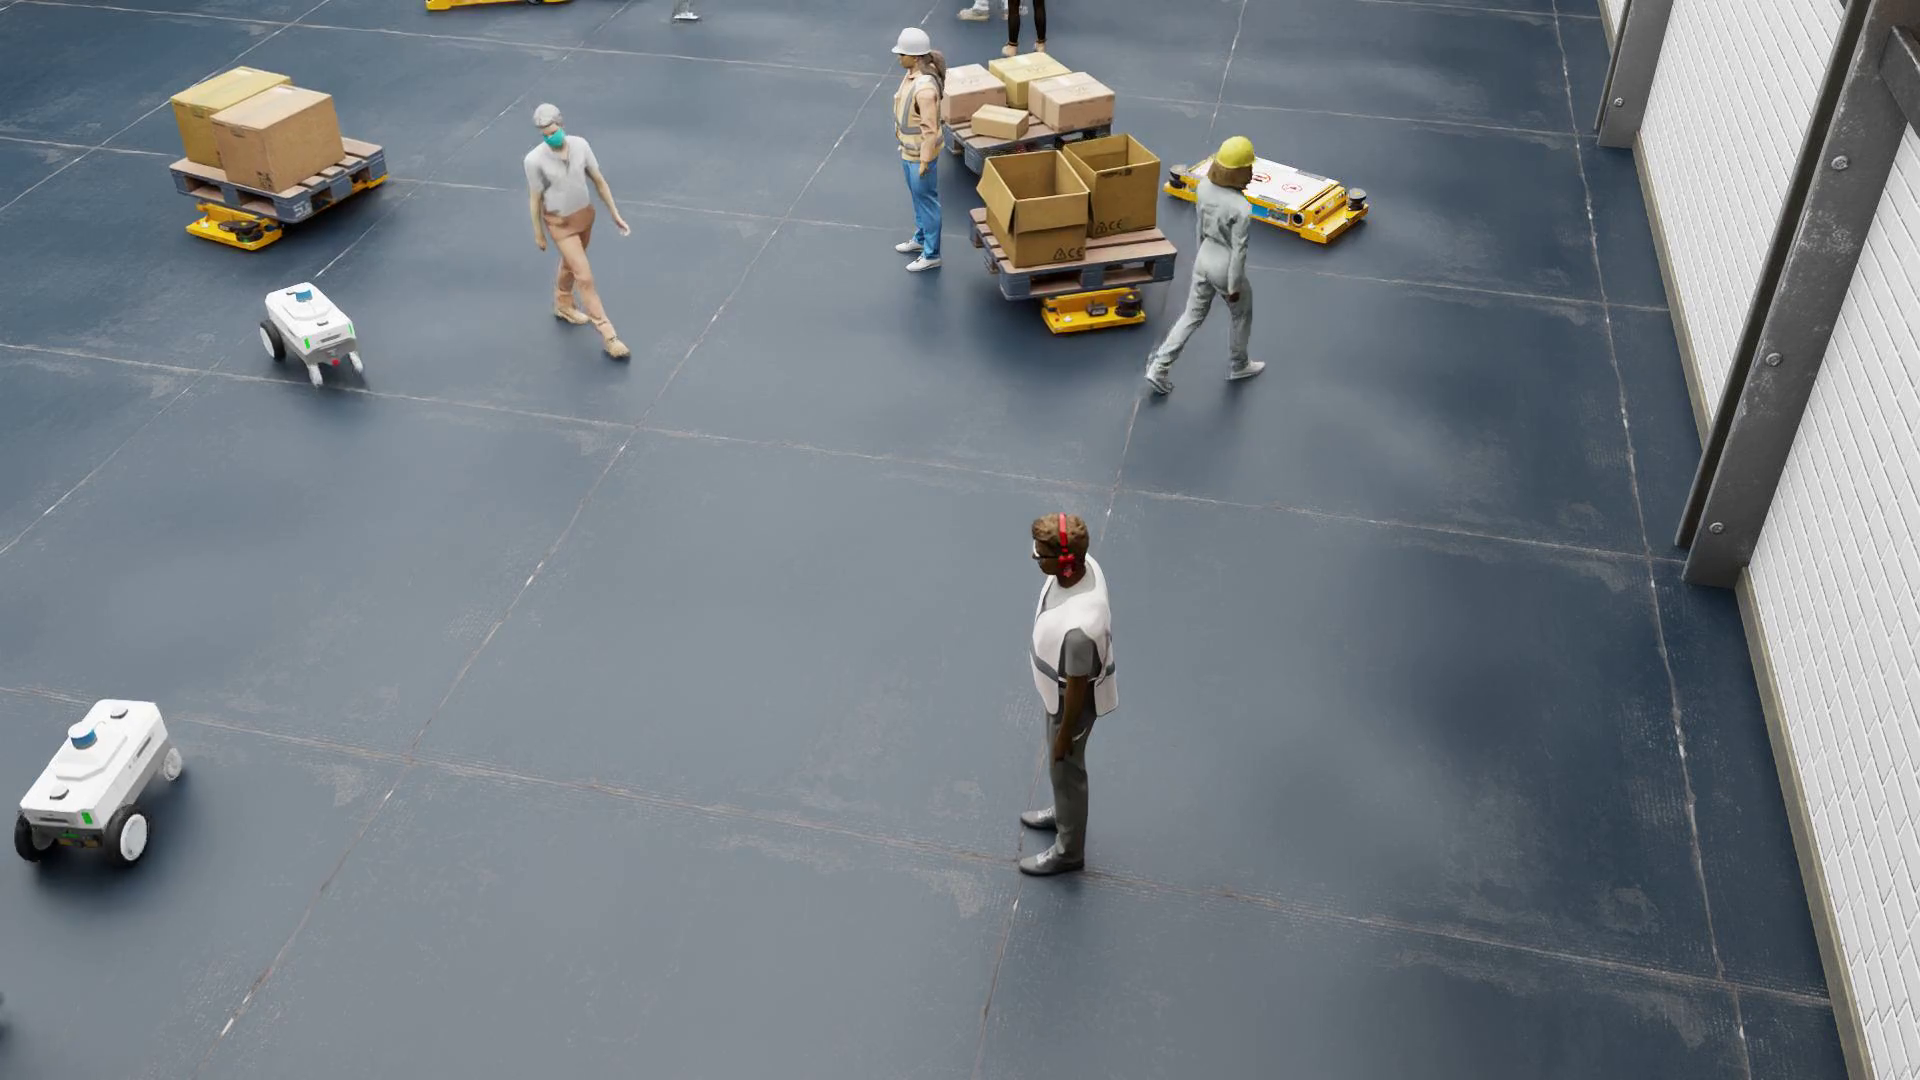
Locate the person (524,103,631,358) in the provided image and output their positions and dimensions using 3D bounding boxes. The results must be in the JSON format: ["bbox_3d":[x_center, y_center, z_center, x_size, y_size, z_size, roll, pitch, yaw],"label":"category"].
[{"bbox_3d":[-2.509,-2.052,10.779,0.887,1.687,0.486,27,45,32],"label":"person"}]

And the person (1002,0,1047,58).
[{"bbox_3d":[0.590,-5.192,14.982,0.531,1.689,0.321,-10,38,-13],"label":"person"}]

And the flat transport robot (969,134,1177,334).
[{"bbox_3d":[0.759,-1.900,11.761,0.659,0.231,1.431,-9,38,-12],"label":"flat transport robot"}]

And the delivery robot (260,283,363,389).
[{"bbox_3d":[-4.216,-1.383,10.815,0.499,0.577,0.769,-26,44,-30],"label":"delivery robot"}]

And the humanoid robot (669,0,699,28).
[{"bbox_3d":[-2.665,-5.727,15.703,0.753,1.829,0.574,10,38,13],"label":"humanoid robot"}]

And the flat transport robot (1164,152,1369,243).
[{"bbox_3d":[2.348,-2.665,12.785,1.431,0.231,0.659,26,44,30],"label":"flat transport robot"}]

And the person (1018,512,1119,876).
[{"bbox_3d":[0.460,0.653,7.042,0.409,1.832,0.566,-1,37,-1],"label":"person"}]

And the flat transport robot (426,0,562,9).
[{"bbox_3d":[-4.591,-5.545,16.638,1.431,0.231,0.659,-7,37,-9],"label":"flat transport robot"}]

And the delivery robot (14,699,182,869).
[{"bbox_3d":[-3.897,1.097,7.517,0.499,0.601,0.775,4,37,5],"label":"delivery robot"}]

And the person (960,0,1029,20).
[{"bbox_3d":[0.319,-5.859,15.739,0.684,1.859,0.340,-7,37,-9],"label":"person"}]

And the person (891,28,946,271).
[{"bbox_3d":[-0.278,-2.738,11.661,0.370,1.726,0.495,-8,38,-11],"label":"person"}]

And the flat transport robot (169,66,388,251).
[{"bbox_3d":[-5.149,-2.637,12.747,0.659,0.231,1.431,17,40,21],"label":"flat transport robot"}]

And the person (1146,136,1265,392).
[{"bbox_3d":[1.583,-1.688,10.272,0.829,1.695,0.490,-23,42,-27],"label":"person"}]

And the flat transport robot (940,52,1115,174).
[{"bbox_3d":[0.444,-3.147,13.430,0.659,0.231,1.431,-16,40,-21],"label":"flat transport robot"}]
